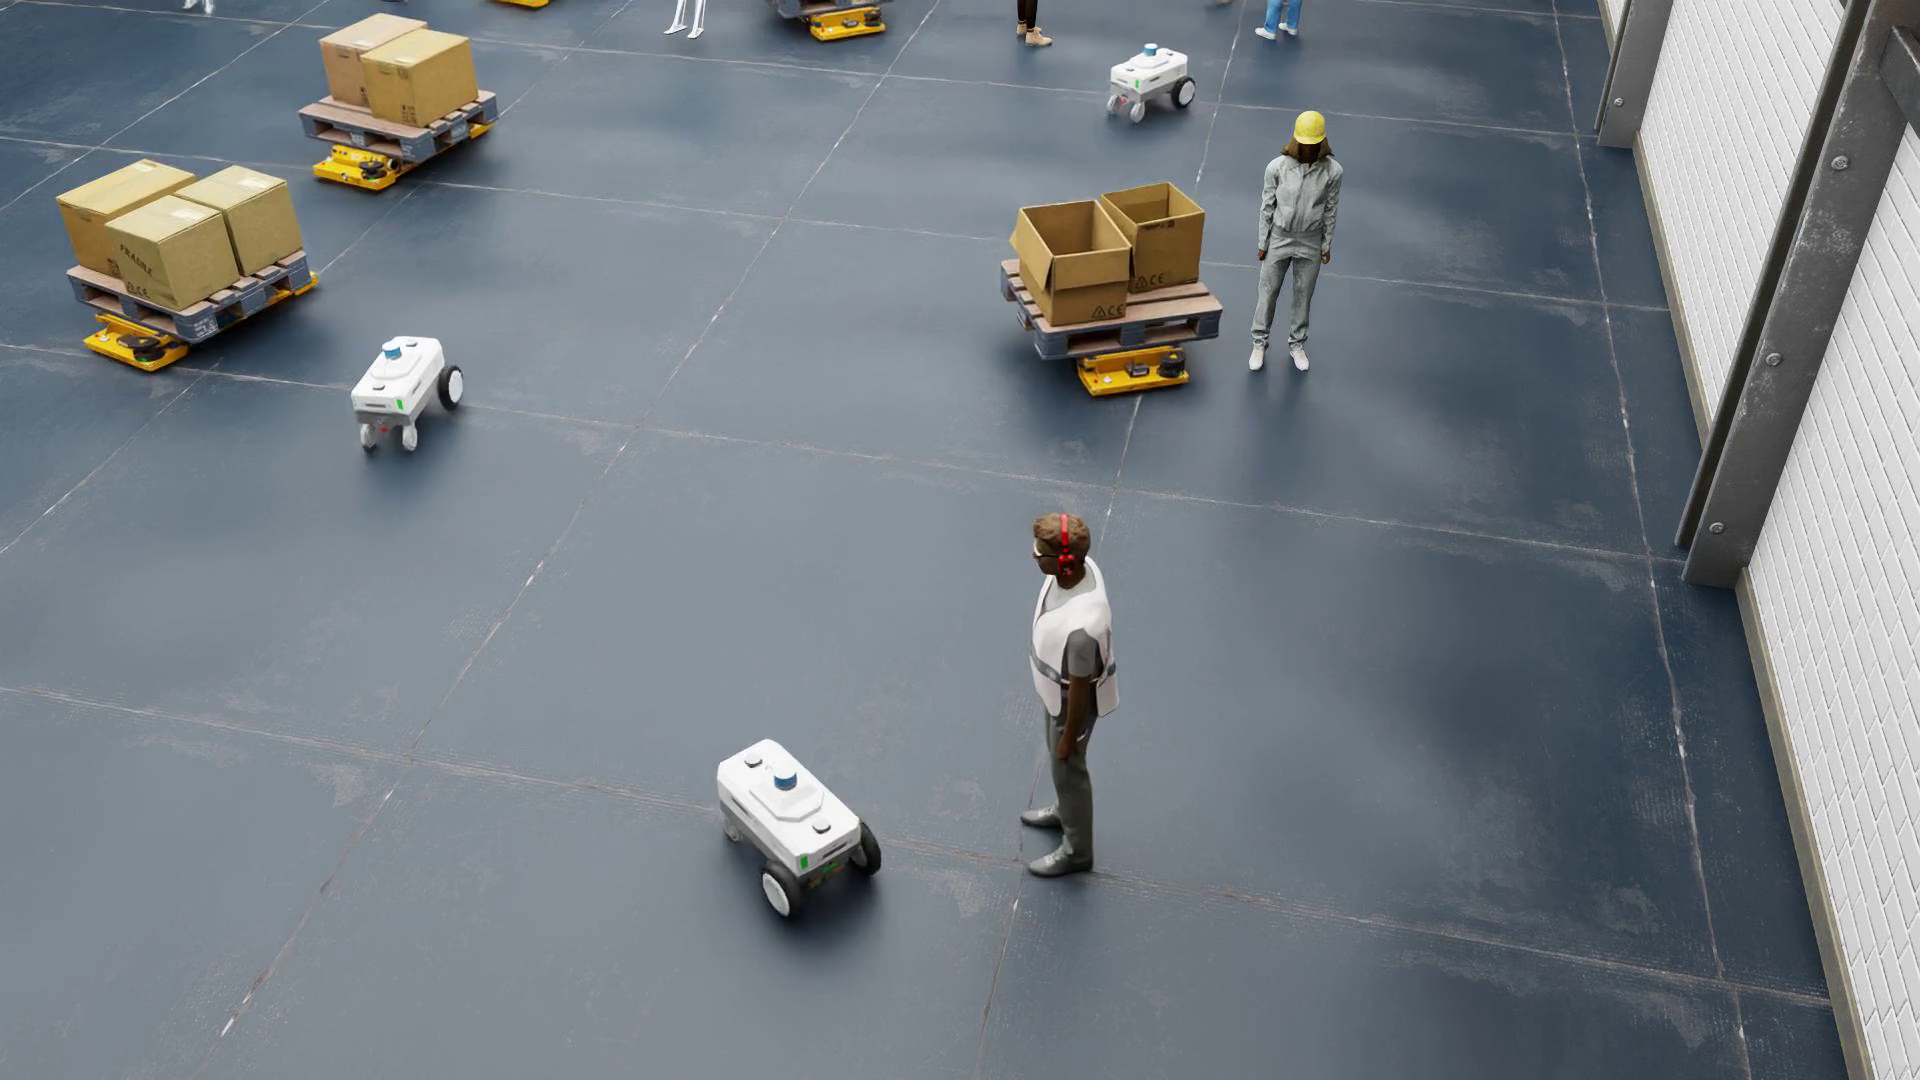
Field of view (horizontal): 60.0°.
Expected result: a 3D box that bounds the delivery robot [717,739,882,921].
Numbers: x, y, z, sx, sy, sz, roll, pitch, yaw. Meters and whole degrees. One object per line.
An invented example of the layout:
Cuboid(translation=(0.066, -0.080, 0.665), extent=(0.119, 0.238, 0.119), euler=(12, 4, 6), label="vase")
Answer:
Cuboid(translation=(-0.754, 1.226, 7.333), extent=(0.499, 0.587, 0.777), euler=(-27, 44, -31), label="delivery robot")

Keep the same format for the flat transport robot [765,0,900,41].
Cuboid(translation=(-1.304, -5.207, 16.186), extent=(0.659, 0.231, 1.431), euler=(-16, 40, -20), label="flat transport robot")

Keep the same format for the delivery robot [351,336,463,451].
Cuboid(translation=(-3.439, -0.945, 10.260), extent=(0.499, 0.614, 0.815), euler=(4, 37, 5), label="delivery robot")

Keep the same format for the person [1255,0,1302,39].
Cuboid(translation=(3.039, -5.518, 15.390), extent=(0.482, 1.719, 0.375), euler=(-21, 42, -26), label="person")

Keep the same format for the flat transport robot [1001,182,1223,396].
Cuboid(translation=(0.968, -1.427, 11.128), extent=(0.659, 0.231, 1.431), euler=(-9, 38, -12), label="flat transport robot")

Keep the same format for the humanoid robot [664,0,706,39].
Cuboid(translation=(-2.523, -5.471, 15.202), extent=(0.533, 1.677, 0.735), euler=(17, 40, 21), label="humanoid robot")

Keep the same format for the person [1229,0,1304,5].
Cuboid(translation=(2.961, -6.065, 16.021), extent=(0.854, 1.853, 0.585), euler=(-2, 37, -2), label="person")

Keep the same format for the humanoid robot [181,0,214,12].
Cuboid(translation=(-7.469, -5.886, 15.907), extent=(0.532, 1.816, 0.770), euler=(-5, 37, -7), label="humanoid robot")

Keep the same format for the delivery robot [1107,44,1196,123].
Cuboid(translation=(1.634, -3.948, 14.279), extent=(0.815, 0.614, 0.499), euler=(-30, 46, -34), label="delivery robot")

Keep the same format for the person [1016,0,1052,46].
Cuboid(translation=(0.691, -5.420, 15.276), extent=(0.316, 1.696, 0.540), euler=(-9, 38, -12), label="person")

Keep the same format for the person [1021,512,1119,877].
Cuboid(translation=(0.475, 0.656, 7.034), extent=(0.377, 1.835, 0.566), euler=(-2, 37, -3), label="person")

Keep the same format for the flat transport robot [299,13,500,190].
Cuboid(translation=(-4.531, -3.260, 13.581), extent=(0.659, 0.231, 1.431), euler=(16, 40, 21), label="flat transport robot")

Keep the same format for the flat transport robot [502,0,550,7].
Cuboid(translation=(-4.111, -5.766, 16.935), extent=(0.659, 0.231, 1.431), euler=(18, 41, 23), label="flat transport robot")

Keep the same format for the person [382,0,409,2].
Cuboid(translation=(-5.570, -6.212, 16.197), extent=(0.415, 1.872, 0.536), euler=(17, 40, 21), label="person")

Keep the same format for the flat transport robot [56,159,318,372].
Cuboid(translation=(-5.180, -1.611, 11.375), extent=(0.659, 0.231, 1.431), euler=(19, 41, 24), label="flat transport robot")

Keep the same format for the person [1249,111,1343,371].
Cuboid(translation=(2.115, -1.869, 10.488), extent=(0.487, 1.743, 0.295), euler=(1, 37, 1), label="person")
